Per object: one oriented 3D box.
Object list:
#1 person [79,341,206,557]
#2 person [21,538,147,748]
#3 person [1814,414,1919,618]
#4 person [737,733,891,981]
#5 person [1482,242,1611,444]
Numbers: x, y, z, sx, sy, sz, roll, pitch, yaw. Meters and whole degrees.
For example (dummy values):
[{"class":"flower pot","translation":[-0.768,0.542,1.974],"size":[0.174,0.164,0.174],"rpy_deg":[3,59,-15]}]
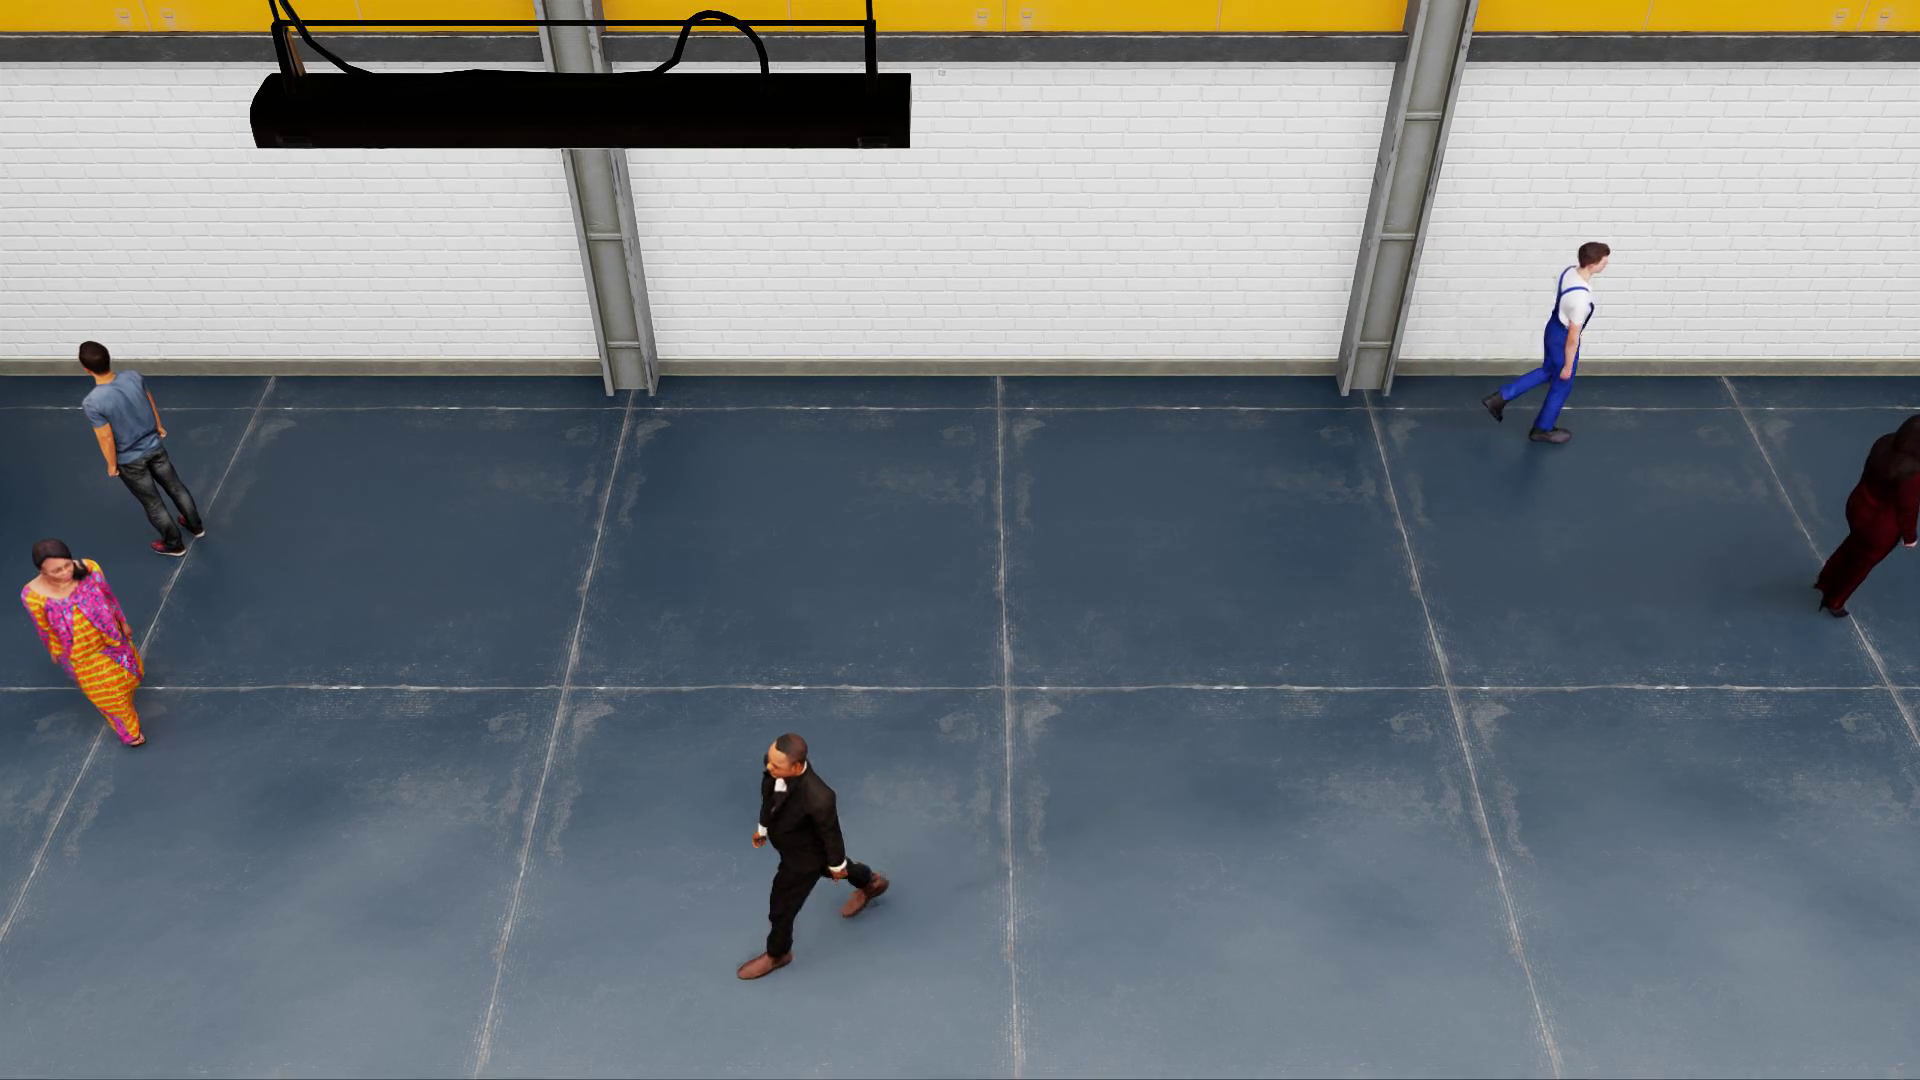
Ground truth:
[{"class":"person","translation":[-5.781,-0.640,11.698],"size":[0.694,1.807,0.732],"rpy_deg":[18,46,18]},{"class":"person","translation":[-5.523,0.570,10.532],"size":[0.976,1.663,1.031],"rpy_deg":[-31,52,-28]},{"class":"person","translation":[6.104,-0.145,11.218],"size":[0.641,1.753,0.685],"rpy_deg":[3,44,3]},{"class":"person","translation":[-0.792,1.650,9.251],"size":[1.360,1.867,1.109],"rpy_deg":[-22,48,-22]},{"class":"person","translation":[4.451,-1.480,12.563],"size":[0.957,1.830,0.618],"rpy_deg":[0,44,0]}]
